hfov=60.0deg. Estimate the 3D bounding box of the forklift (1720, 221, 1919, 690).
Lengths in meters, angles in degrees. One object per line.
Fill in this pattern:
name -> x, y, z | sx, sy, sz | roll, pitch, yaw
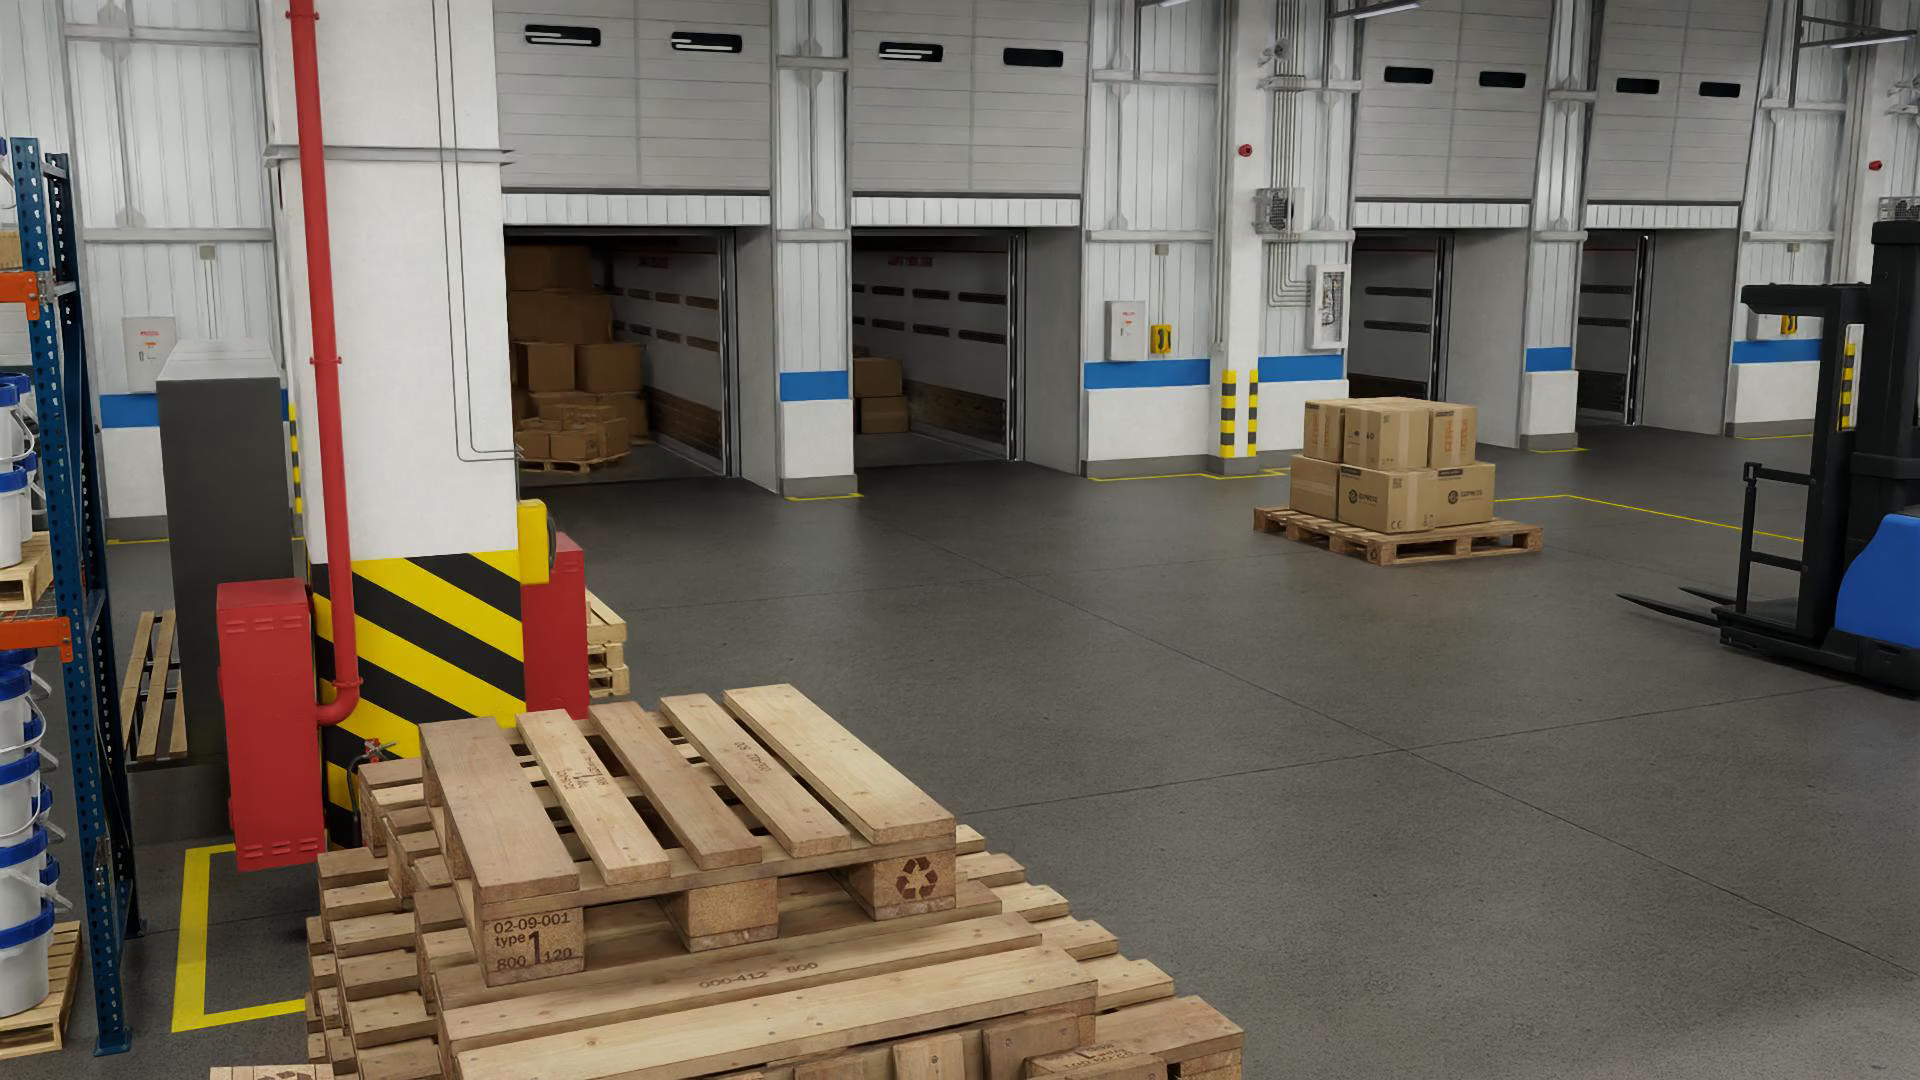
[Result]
forklift -> 5.949, -0.550, 10.218 | 1.129, 2.768, 1.873 | -4, 11, -23
